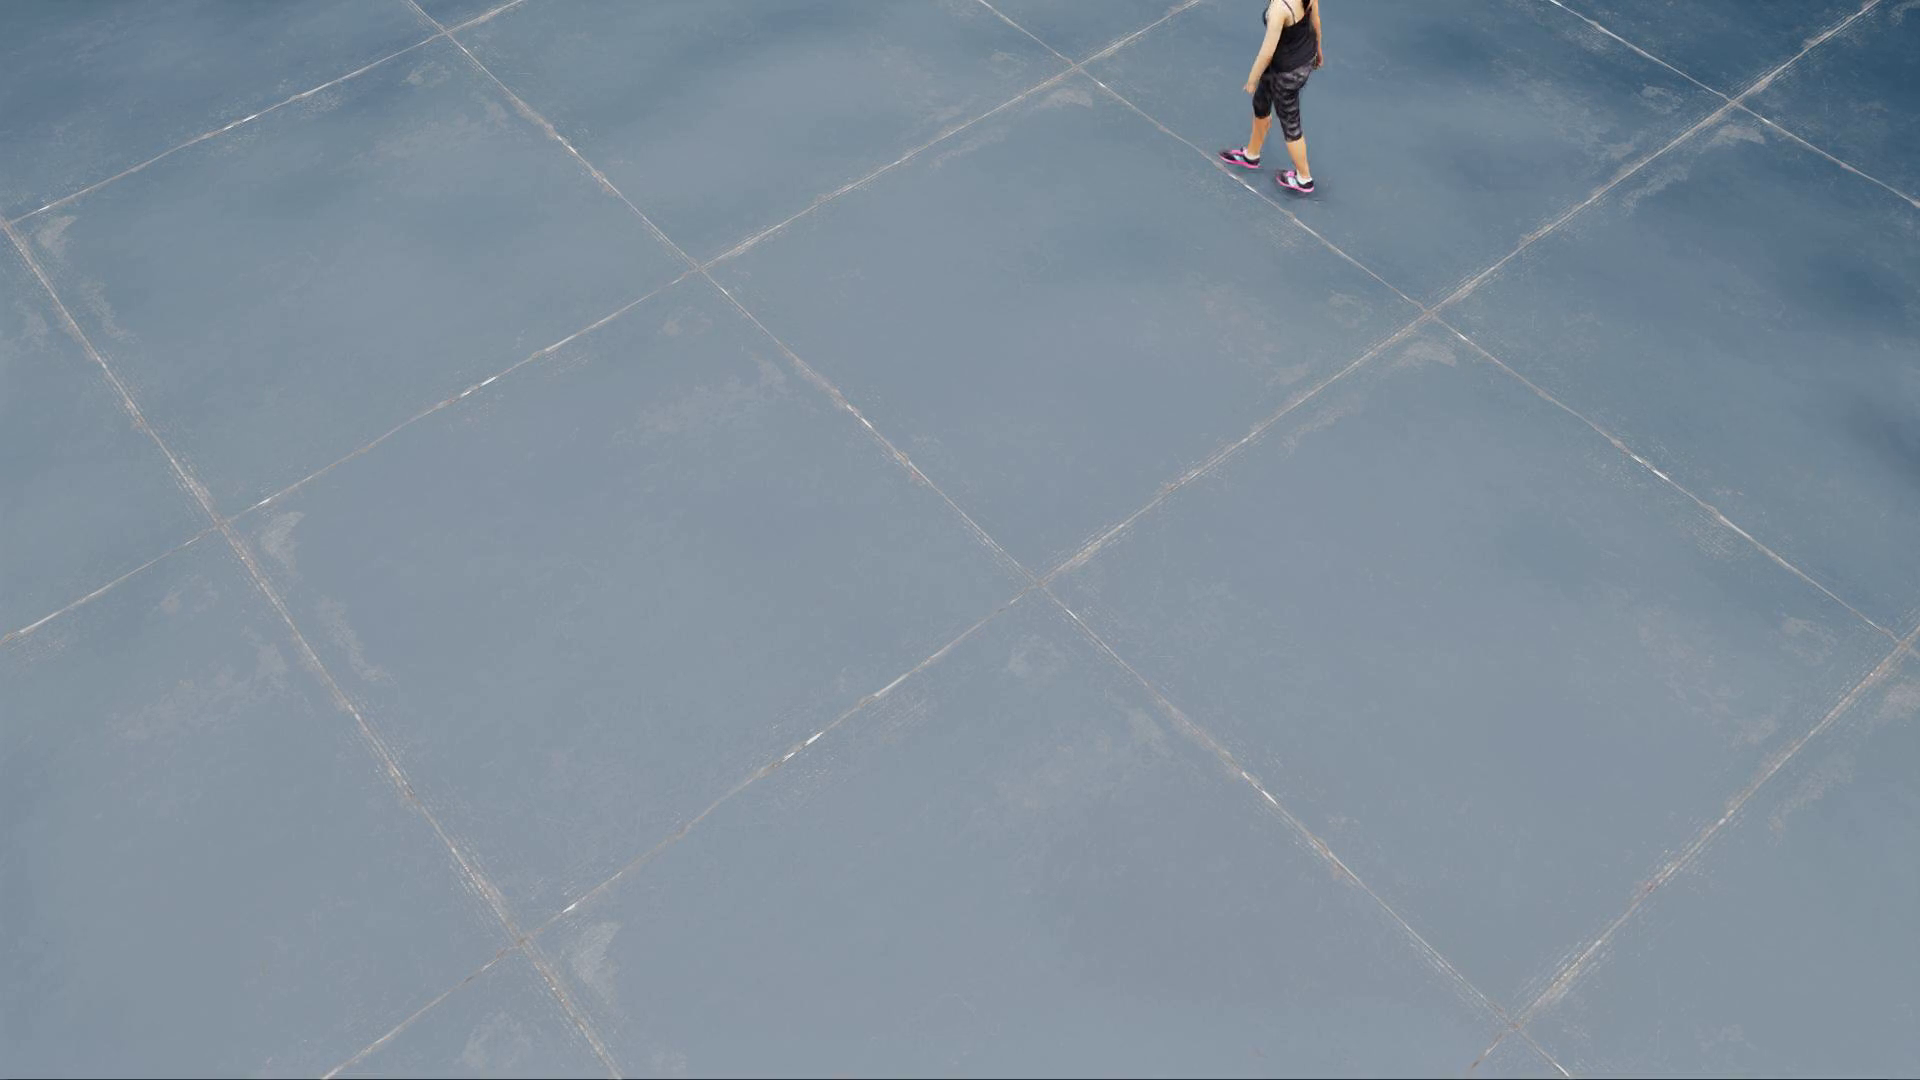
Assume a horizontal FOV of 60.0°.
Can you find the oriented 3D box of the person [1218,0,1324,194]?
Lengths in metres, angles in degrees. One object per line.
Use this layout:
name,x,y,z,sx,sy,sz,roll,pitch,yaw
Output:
person,1.950,-2.682,9.552,0.887,1.688,0.906,34,60,24
